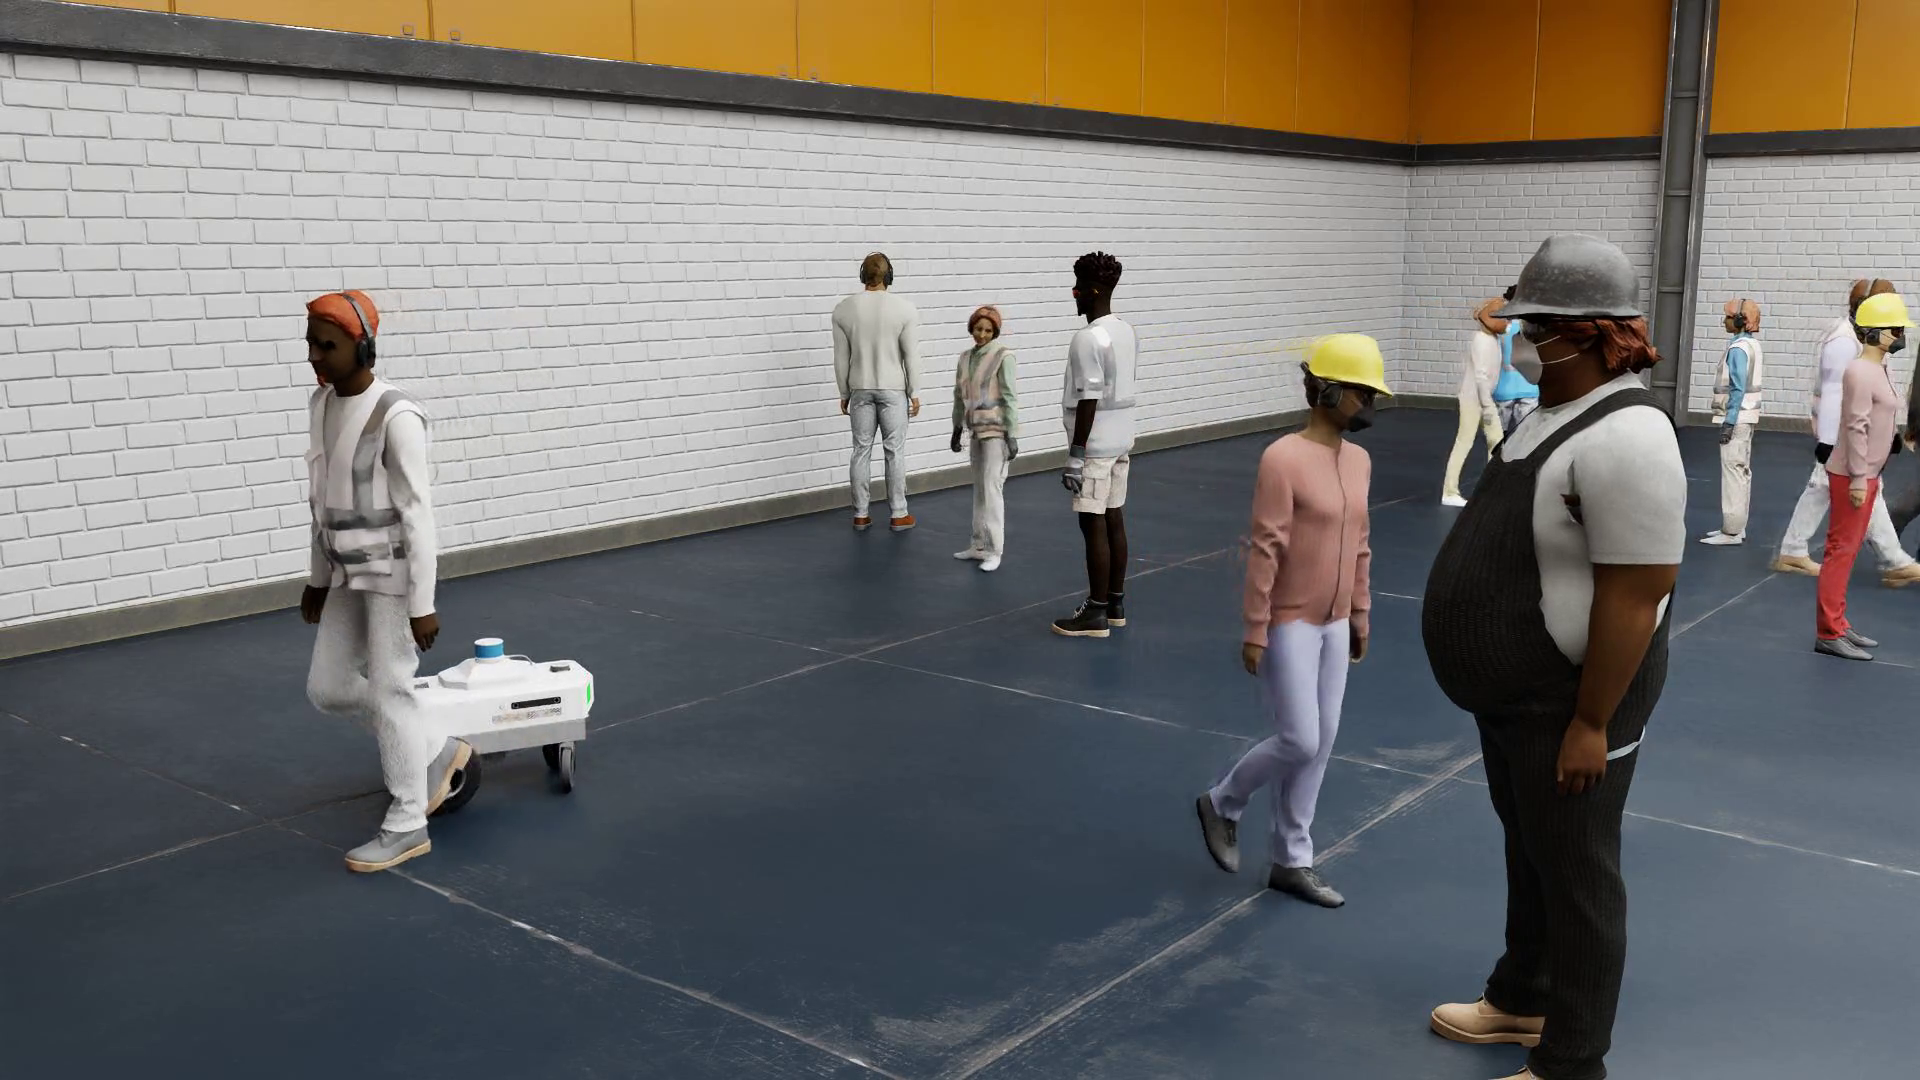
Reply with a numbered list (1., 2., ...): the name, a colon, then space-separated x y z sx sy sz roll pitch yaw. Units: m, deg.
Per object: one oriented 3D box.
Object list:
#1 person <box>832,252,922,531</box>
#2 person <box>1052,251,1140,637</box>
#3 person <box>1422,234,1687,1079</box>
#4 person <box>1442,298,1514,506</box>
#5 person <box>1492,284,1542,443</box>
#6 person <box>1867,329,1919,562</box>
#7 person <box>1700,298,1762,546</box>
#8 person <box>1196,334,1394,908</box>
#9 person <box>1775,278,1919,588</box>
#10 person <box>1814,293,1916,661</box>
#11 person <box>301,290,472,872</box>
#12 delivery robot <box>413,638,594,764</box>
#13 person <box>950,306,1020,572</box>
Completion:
1. person: -0.571 -1.025 11.595 0.632 1.940 0.372 2 10 12
2. person: 0.701 -0.487 8.535 0.367 1.966 0.607 5 11 26
3. person: 1.350 0.316 3.877 0.537 2.000 0.682 1 10 4
4. person: 3.984 -1.013 12.478 0.734 1.585 0.554 7 12 32
5. person: 4.268 -1.124 12.843 0.545 1.690 0.457 0 10 0
6. person: 5.803 -0.664 9.894 0.464 1.830 0.536 0 10 -2
7. person: 5.150 -0.778 11.052 0.306 1.639 0.524 7 12 32
8. person: 1.035 0.245 5.071 0.556 1.743 0.455 -9 14 -41
9. person: 5.347 -0.632 9.801 0.946 1.791 0.639 8 13 39
10. person: 4.407 -0.311 8.112 0.321 1.769 0.523 7 13 35
11. person: -1.839 0.135 5.363 0.598 1.864 0.505 9 14 41
12. delivery robot: -1.725 0.606 6.133 0.707 0.478 0.477 -6 12 -28
13. person: 0.143 -0.625 10.262 0.367 1.620 0.615 -6 12 -32
